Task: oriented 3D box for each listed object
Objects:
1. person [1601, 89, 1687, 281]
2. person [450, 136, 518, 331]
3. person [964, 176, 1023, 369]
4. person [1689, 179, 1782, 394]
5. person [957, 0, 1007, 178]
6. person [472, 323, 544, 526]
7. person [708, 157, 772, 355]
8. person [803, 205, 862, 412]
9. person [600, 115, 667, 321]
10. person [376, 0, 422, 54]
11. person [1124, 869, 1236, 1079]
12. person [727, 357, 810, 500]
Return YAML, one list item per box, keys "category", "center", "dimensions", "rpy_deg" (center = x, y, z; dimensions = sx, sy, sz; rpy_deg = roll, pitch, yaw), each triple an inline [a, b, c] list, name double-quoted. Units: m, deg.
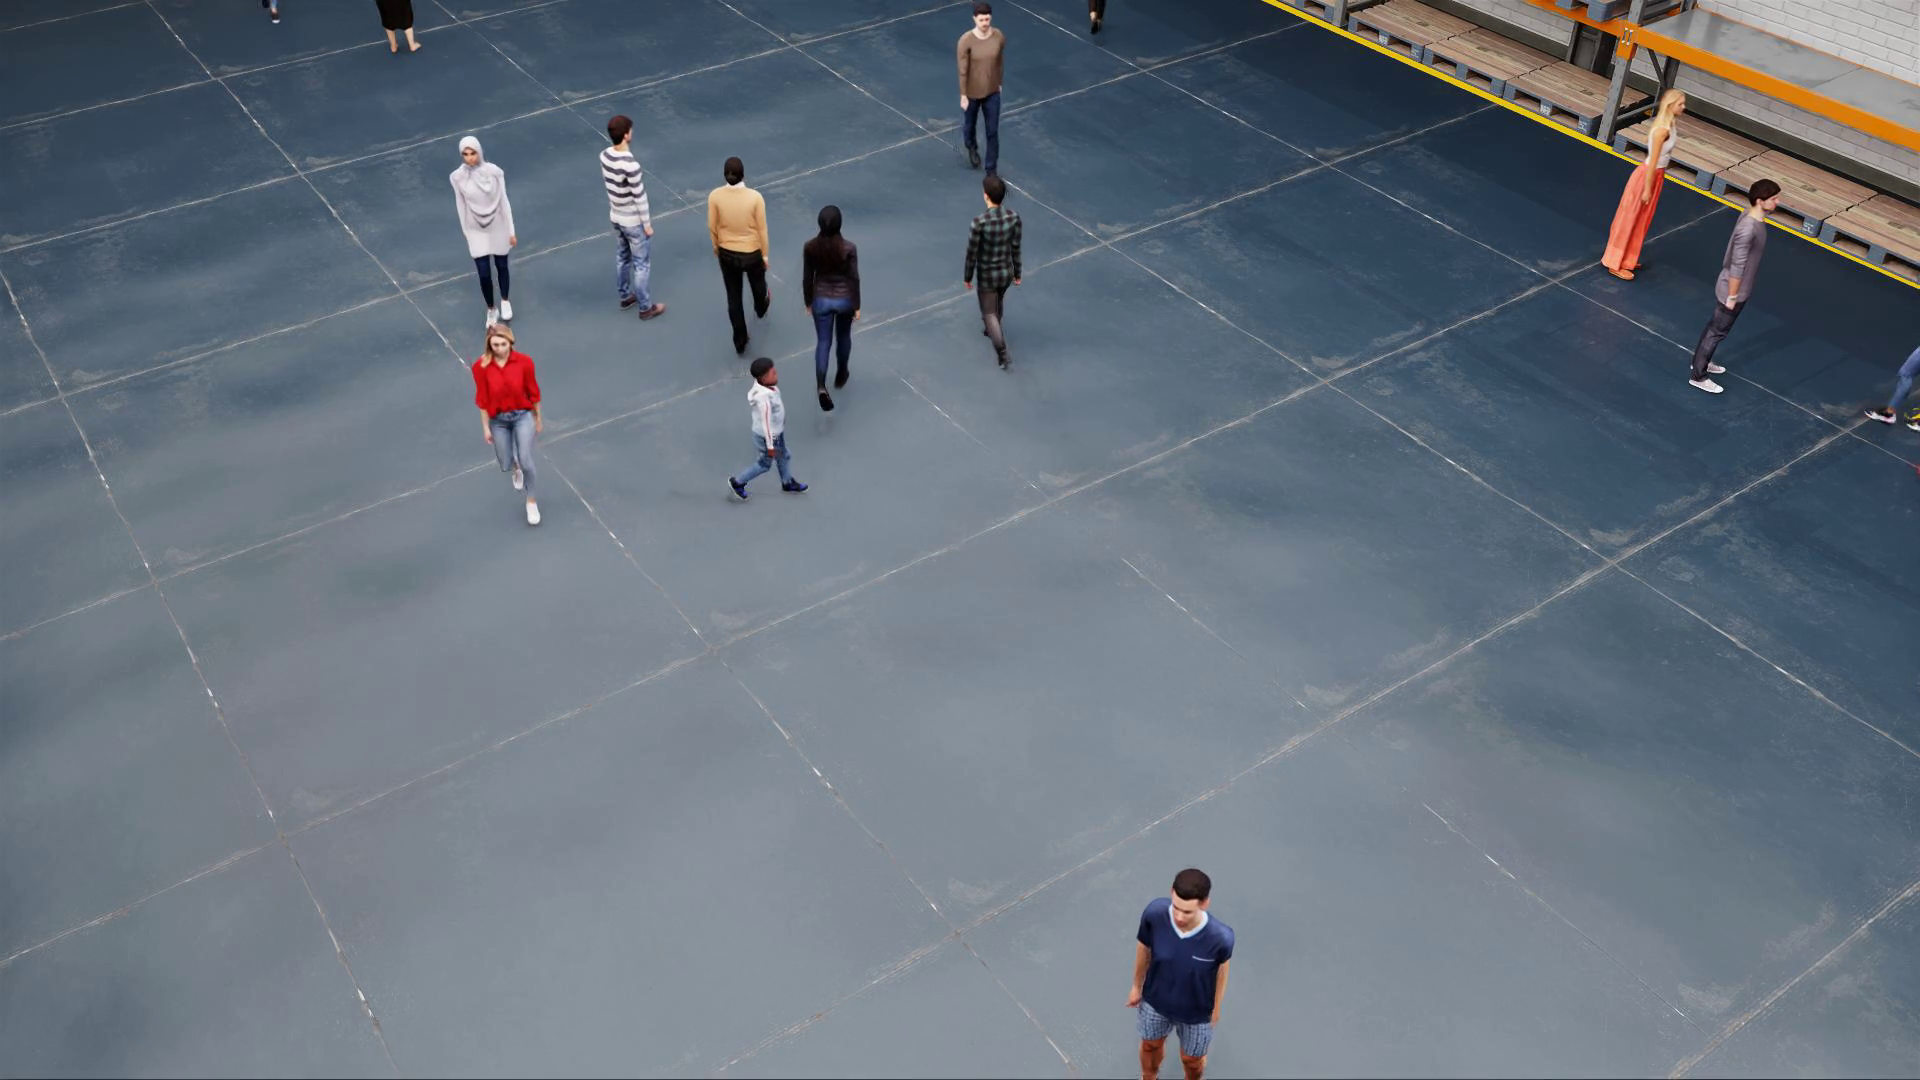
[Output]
- category: "person"
  center: [6.311, -3.280, 15.260]
  dimensions: [0.696, 1.801, 0.703]
  rpy_deg: [23, 44, 26]
- category: "person"
  center: [-4.143, -2.757, 14.638]
  dimensions: [0.736, 1.761, 0.799]
  rpy_deg: [-10, 40, -12]
- category: "person"
  center: [0.311, -2.258, 14.246]
  dimensions: [0.801, 1.685, 1.095]
  rpy_deg: [-17, 42, -20]
- category: "person"
  center: [6.414, -2.131, 13.780]
  dimensions: [0.732, 1.853, 0.752]
  rpy_deg: [16, 41, 19]
- category: "person"
  center: [0.196, -4.574, 16.863]
  dimensions: [0.964, 1.824, 1.273]
  rpy_deg: [-9, 39, -11]
- category: "person"
  center: [-3.344, -0.924, 12.397]
  dimensions: [0.765, 1.693, 0.882]
  rpy_deg: [-11, 40, -13]
- category: "person"
  center: [-1.890, -2.398, 14.225]
  dimensions: [1.081, 1.716, 1.203]
  rpy_deg: [1, 39, 2]
- category: "person"
  center: [-1.050, -1.865, 13.553]
  dimensions: [1.047, 1.720, 1.135]
  rpy_deg: [5, 39, 6]
- category: "person"
  center: [-2.931, -2.844, 14.679]
  dimensions: [0.522, 1.846, 0.741]
  rpy_deg: [32, 48, 33]
- category: "person"
  center: [-6.693, -6.523, 19.463]
  dimensions: [0.673, 1.624, 0.700]
  rpy_deg: [-4, 39, -5]
- category: "person"
  center: [1.097, 2.252, 8.297]
  dimensions: [0.677, 1.847, 0.782]
  rpy_deg: [17, 42, 20]
- category: "person"
  center: [-1.515, -0.834, 12.644]
  dimensions: [0.814, 1.245, 0.846]
  rpy_deg: [-2, 39, -2]
